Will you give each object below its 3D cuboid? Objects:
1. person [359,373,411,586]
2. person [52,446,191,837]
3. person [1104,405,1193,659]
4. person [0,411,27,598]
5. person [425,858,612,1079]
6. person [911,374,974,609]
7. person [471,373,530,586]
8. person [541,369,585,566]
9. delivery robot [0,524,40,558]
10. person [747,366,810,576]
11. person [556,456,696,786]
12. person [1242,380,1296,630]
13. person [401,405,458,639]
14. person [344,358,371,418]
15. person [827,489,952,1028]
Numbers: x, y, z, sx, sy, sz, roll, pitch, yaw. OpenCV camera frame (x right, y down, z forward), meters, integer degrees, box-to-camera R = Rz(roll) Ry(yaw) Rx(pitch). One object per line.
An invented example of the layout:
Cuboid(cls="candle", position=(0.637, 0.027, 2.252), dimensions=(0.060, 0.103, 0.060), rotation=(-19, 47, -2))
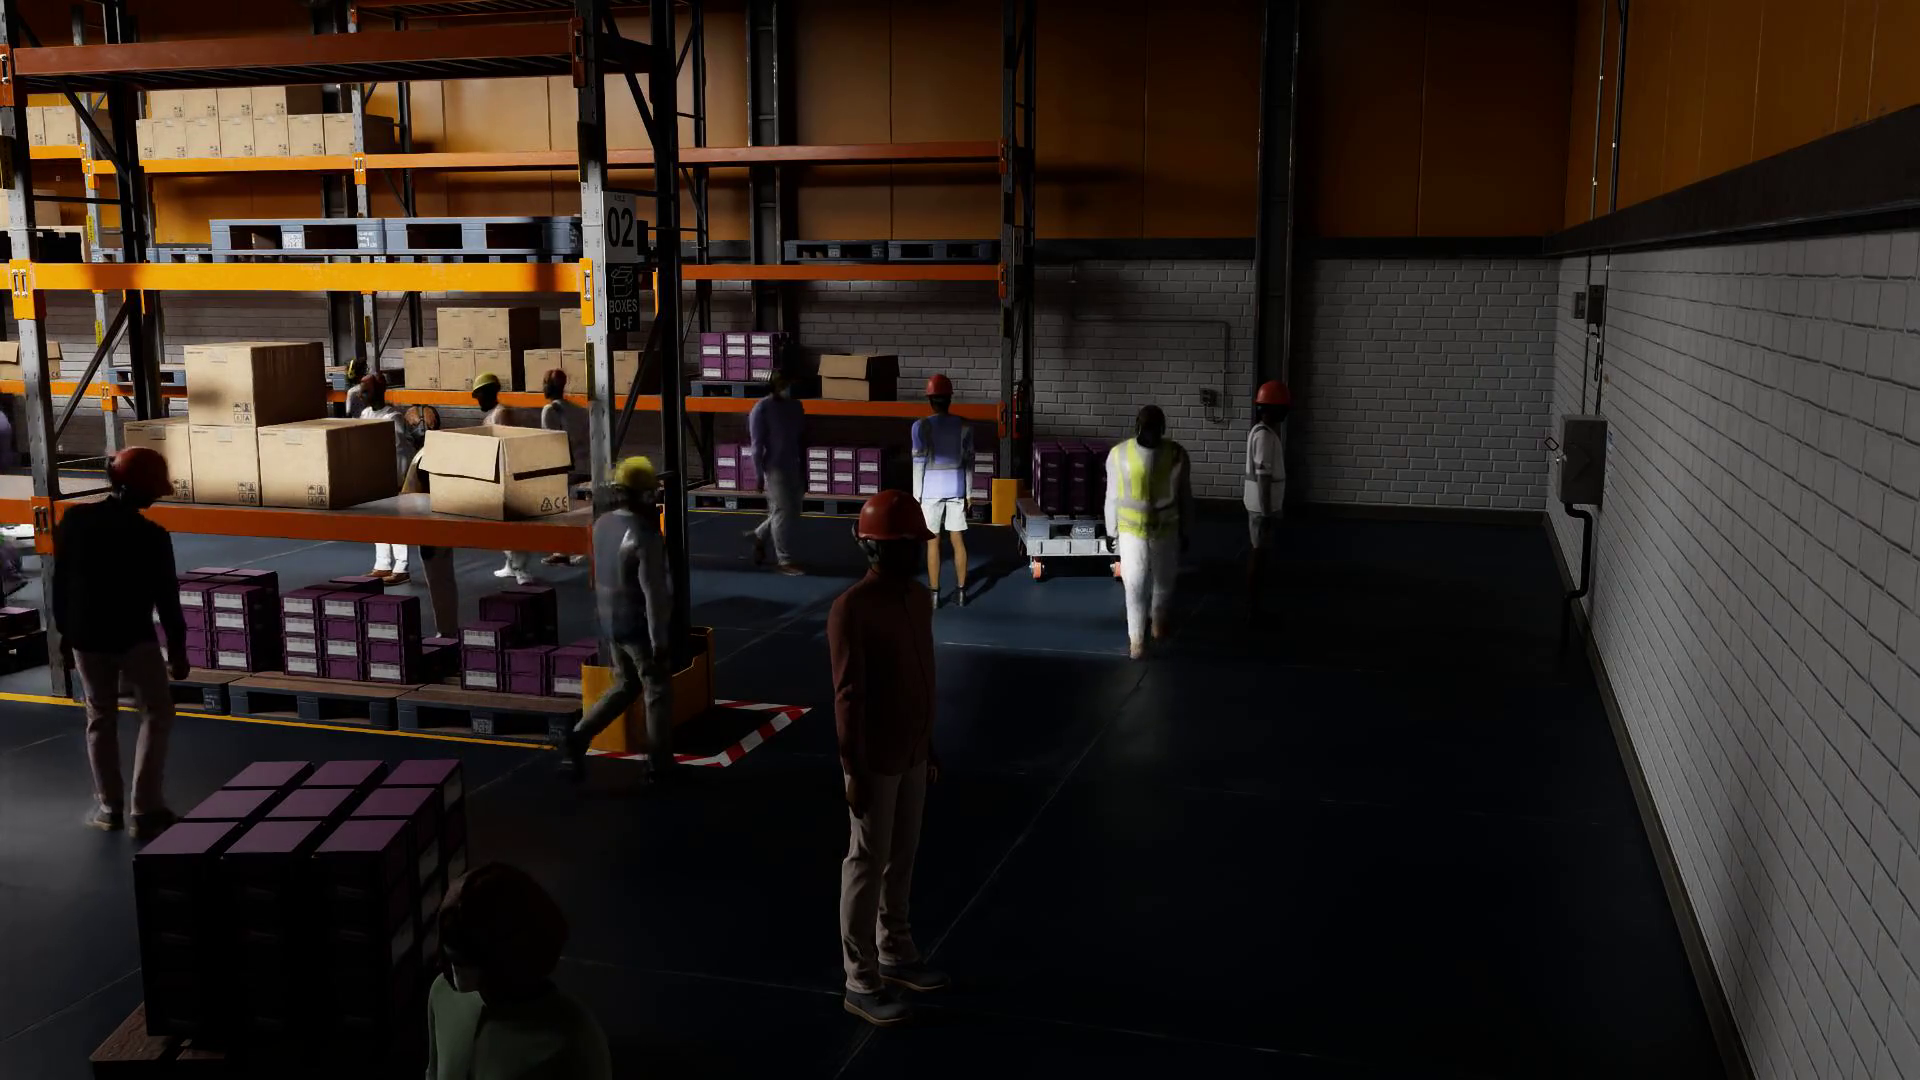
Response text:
Cuboid(cls="person", position=(-5.098, -0.532, 14.696), dimensions=(0.576, 1.883, 0.354), rotation=(8, 12, 39))
Cuboid(cls="person", position=(-4.144, 0.509, 8.209), dimensions=(0.715, 1.944, 0.393), rotation=(1, 9, 8))
Cuboid(cls="person", position=(1.372, -0.084, 12.150), dimensions=(0.645, 1.824, 0.738), rotation=(0, 9, 0))
Cuboid(cls="person", position=(-8.252, -0.418, 14.011), dimensions=(0.488, 1.882, 0.680), rotation=(-2, 10, -14))
Cuboid(cls="person", position=(-0.922, 1.442, 3.430), dimensions=(0.498, 1.631, 0.281), rotation=(6, 11, 30))
Cuboid(cls="person", position=(-0.158, -0.399, 13.732), dimensions=(0.548, 1.934, 0.374), rotation=(-4, 10, -22))
Cuboid(cls="person", position=(-4.060, -0.542, 14.808), dimensions=(0.383, 1.877, 0.741), rotation=(-5, 11, -30))
Cuboid(cls="person", position=(-3.707, -0.660, 15.525), dimensions=(0.495, 1.867, 0.597), rotation=(2, 10, 13))
Cuboid(cls="delivery robot", position=(-8.468, -0.023, 15.350), dimensions=(0.707, 0.478, 0.477), rotation=(-5, 11, -29))
Cuboid(cls="person", position=(-1.701, -0.646, 15.289), dimensions=(0.701, 1.919, 0.639), rotation=(6, 11, 35))
Cuboid(cls="person", position=(-1.801, 0.457, 8.912), dimensions=(0.670, 1.807, 0.618), rotation=(-8, 12, -41))
Cuboid(cls="person", position=(2.403, -0.275, 12.966), dimensions=(0.377, 1.936, 0.549), rotation=(1, 9, 9))
Cuboid(cls="person", position=(-3.784, -0.049, 11.914), dimensions=(0.429, 1.837, 0.621), rotation=(-2, 10, -15))
Cuboid(cls="person", position=(-6.616, -1.071, 18.186), dimensions=(0.979, 1.821, 0.516), rotation=(0, 9, 0))
Cuboid(cls="person", position=(-0.259, 0.797, 6.256), dimensions=(0.379, 1.995, 0.612), rotation=(5, 10, 27))
